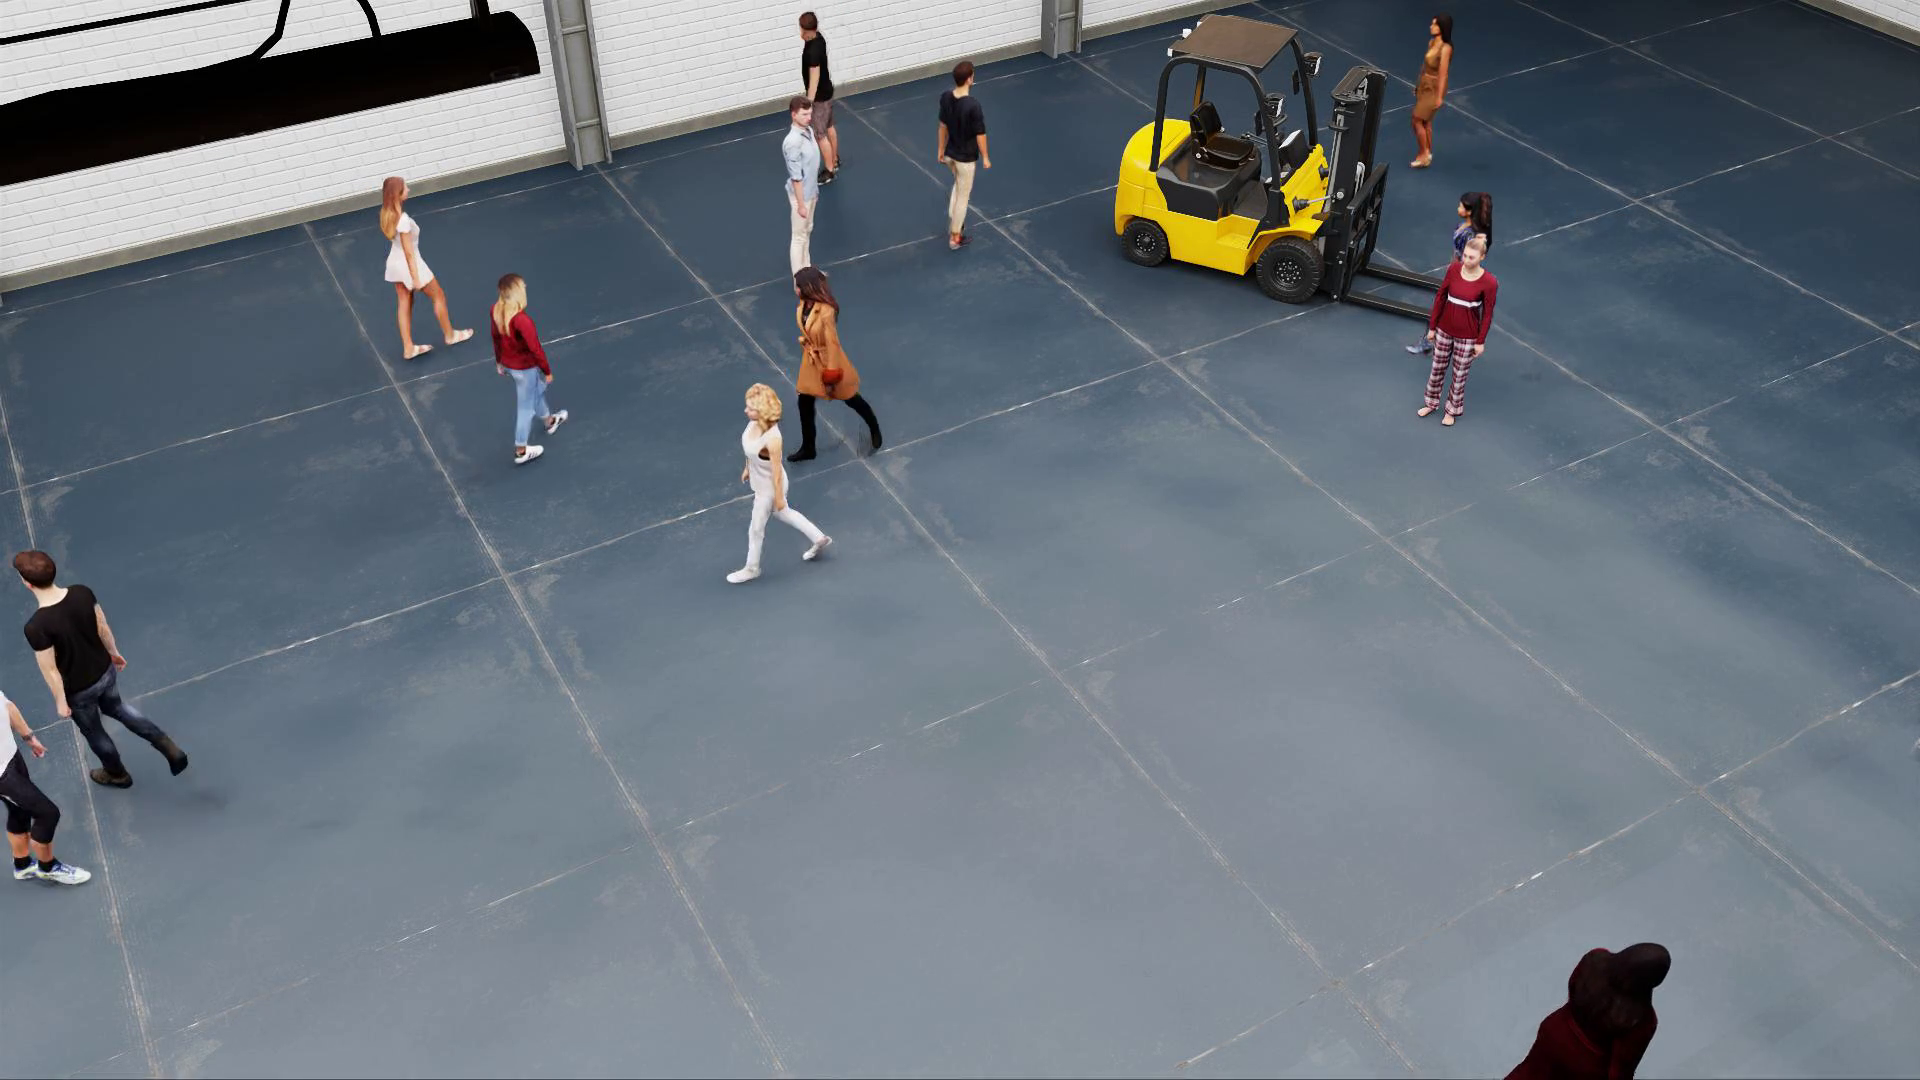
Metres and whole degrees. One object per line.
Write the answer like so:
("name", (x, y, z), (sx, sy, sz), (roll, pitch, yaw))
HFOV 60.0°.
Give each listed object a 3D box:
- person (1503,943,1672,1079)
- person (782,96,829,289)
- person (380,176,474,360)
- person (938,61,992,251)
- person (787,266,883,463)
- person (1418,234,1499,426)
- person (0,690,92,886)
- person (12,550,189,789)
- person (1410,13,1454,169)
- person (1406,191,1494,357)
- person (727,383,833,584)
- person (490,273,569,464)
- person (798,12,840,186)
("person", (3.016, 2.553, 8.180), (0.921, 1.734, 0.730), (-18, 42, -21))
("person", (-1.450, -3.196, 15.289), (0.783, 1.847, 0.729), (8, 39, 10))
("person", (-4.827, -2.308, 14.314), (0.912, 1.675, 0.689), (-30, 47, -32))
("person", (-0.046, -3.617, 15.821), (0.712, 1.840, 0.731), (32, 48, 33))
("person", (-0.994, -1.377, 13.137), (1.081, 1.691, 0.838), (-32, 48, -34))
("person", (4.061, -1.705, 13.539), (0.691, 1.700, 0.651), (25, 45, 28))
("person", (-5.673, 1.311, 9.656), (0.816, 1.834, 0.805), (-5, 39, -6))
("person", (-5.282, 0.857, 10.187), (1.082, 1.880, 1.042), (11, 40, 14))
("person", (4.955, -4.621, 17.210), (0.693, 1.675, 0.672), (-4, 39, -6))
("person", (4.387, -2.238, 14.284), (0.935, 1.604, 0.880), (12, 40, 14))
("person", (-1.306, -0.434, 11.996), (1.107, 1.641, 0.761), (-11, 40, -13))
("person", (-3.523, -1.325, 13.143), (0.817, 1.601, 1.006), (27, 46, 30))
("person", (-1.406, -4.589, 17.048), (0.827, 1.828, 0.916), (6, 39, 8))
